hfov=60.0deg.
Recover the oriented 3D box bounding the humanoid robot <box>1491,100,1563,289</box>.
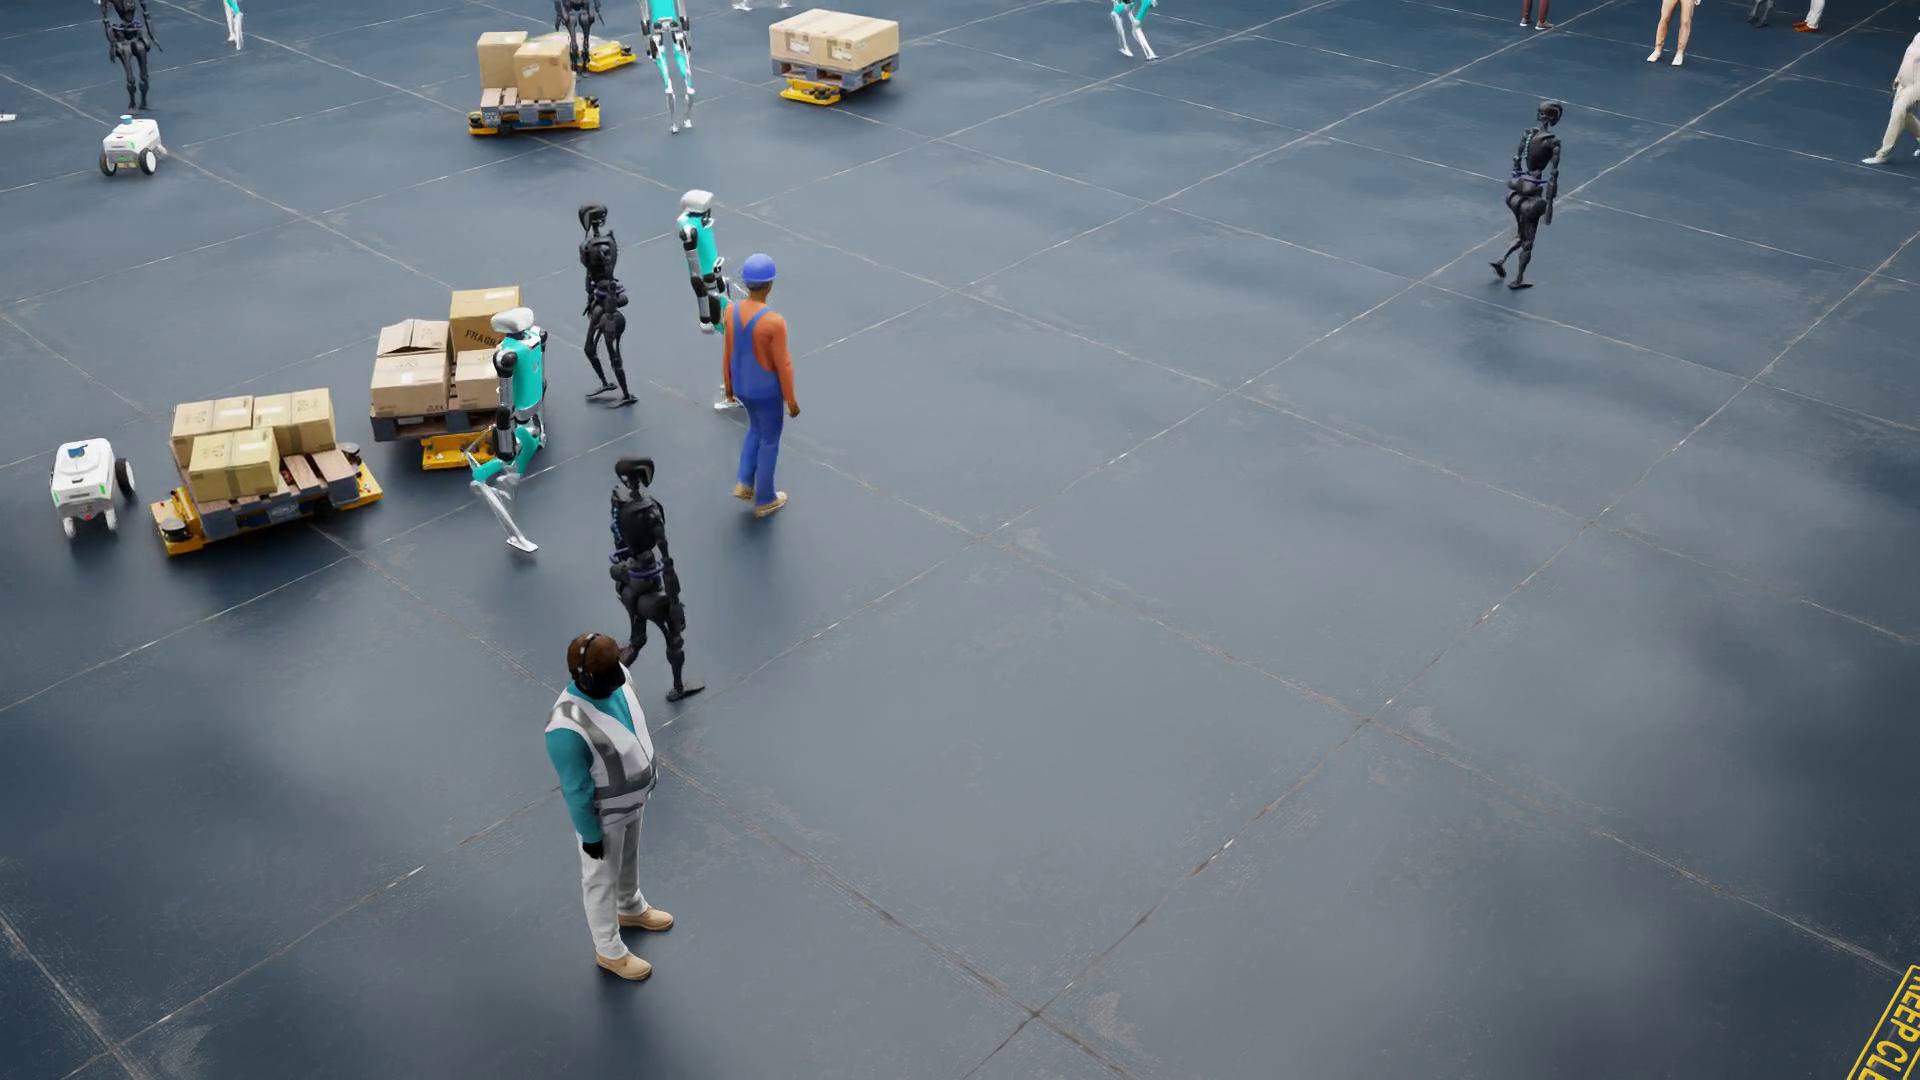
[{"bbox_3d":[5.046,-3.066,14.753,0.417,1.636,0.608,-11,34,-17],"label":"humanoid robot"}]

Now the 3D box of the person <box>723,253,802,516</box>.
[{"bbox_3d":[-1.341,-1.030,11.277,0.568,1.888,0.430,18,36,27],"label":"person"}]

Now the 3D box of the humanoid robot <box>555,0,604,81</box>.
[{"bbox_3d":[-4.635,-6.417,20.157,0.591,1.643,0.365,-15,35,-22],"label":"humanoid robot"}]

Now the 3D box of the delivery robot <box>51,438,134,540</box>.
[{"bbox_3d":[-6.053,-0.404,11.515,0.499,0.576,0.751,-11,34,-18],"label":"delivery robot"}]

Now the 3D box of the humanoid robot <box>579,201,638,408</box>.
[{"bbox_3d":[-2.716,-1.774,12.673,0.348,1.656,0.595,-15,35,-23],"label":"humanoid robot"}]

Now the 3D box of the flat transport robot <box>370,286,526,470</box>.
[{"bbox_3d":[-3.783,-0.962,12.703,0.659,0.231,1.431,-6,32,-10],"label":"flat transport robot"}]

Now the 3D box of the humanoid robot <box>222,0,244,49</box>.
[{"bbox_3d":[-9.511,-7.177,21.384,0.546,1.824,0.834,3,32,5],"label":"humanoid robot"}]

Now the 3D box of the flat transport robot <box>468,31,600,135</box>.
[{"bbox_3d":[-4.839,-4.845,18.956,1.431,0.231,0.659,-5,32,-8],"label":"flat transport robot"}]

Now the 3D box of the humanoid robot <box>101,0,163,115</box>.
[{"bbox_3d":[-9.506,-5.728,19.050,0.359,1.650,0.600,21,38,31],"label":"humanoid robot"}]

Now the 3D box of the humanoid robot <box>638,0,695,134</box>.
[{"bbox_3d":[-3.216,-5.384,18.472,0.550,1.808,0.820,-9,33,-14],"label":"humanoid robot"}]

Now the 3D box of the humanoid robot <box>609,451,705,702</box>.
[{"bbox_3d":[-1.831,0.267,9.423,0.660,1.647,0.610,-26,40,-35],"label":"humanoid robot"}]

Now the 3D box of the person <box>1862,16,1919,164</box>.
[{"bbox_3d":[10.104,-4.796,17.539,0.685,1.675,0.477,3,32,5],"label":"person"}]

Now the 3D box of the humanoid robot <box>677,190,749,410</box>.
[{"bbox_3d":[-1.706,-1.805,12.579,0.742,1.707,0.537,2,32,4],"label":"humanoid robot"}]

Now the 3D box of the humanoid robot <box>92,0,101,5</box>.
[{"bbox_3d":[-12.110,-8.209,22.988,0.530,1.730,0.996,-25,40,-35],"label":"humanoid robot"}]

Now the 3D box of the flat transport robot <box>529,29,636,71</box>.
[{"bbox_3d":[-4.884,-6.242,21.205,1.431,0.231,0.659,20,37,29],"label":"flat transport robot"}]

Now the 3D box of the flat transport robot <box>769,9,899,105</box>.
[{"bbox_3d":[-1.484,-5.562,20.110,0.659,0.231,1.431,18,36,26],"label":"flat transport robot"}]

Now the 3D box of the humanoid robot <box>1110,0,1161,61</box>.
[{"bbox_3d":[2.198,-6.826,20.746,0.543,1.730,0.981,-15,35,-23],"label":"humanoid robot"}]

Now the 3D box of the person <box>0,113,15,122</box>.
[{"bbox_3d":[-11.161,-5.567,18.583,0.521,1.889,0.633,-18,36,-26],"label":"person"}]

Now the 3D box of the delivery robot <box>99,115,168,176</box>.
[{"bbox_3d":[-8.764,-4.197,17.635,0.525,0.587,0.744,-1,32,-2],"label":"delivery robot"}]

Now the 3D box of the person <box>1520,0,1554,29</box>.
[{"bbox_3d":[7.832,-7.773,22.206,0.373,1.811,0.553,-22,38,-32],"label":"person"}]

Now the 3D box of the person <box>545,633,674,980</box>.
[{"bbox_3d":[-1.607,1.207,7.721,0.431,1.845,0.619,7,33,12],"label":"person"}]

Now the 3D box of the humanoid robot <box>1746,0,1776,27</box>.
[{"bbox_3d":[10.925,-7.726,22.252,0.320,1.647,0.615,-24,39,-33],"label":"humanoid robot"}]

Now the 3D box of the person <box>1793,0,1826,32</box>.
[{"bbox_3d":[11.454,-7.673,22.045,0.365,1.829,0.509,9,33,15],"label":"person"}]

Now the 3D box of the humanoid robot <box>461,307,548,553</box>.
[{"bbox_3d":[-3.026,-0.652,10.898,0.762,1.875,0.552,8,33,13],"label":"humanoid robot"}]

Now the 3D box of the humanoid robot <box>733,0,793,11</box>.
[{"bbox_3d":[-2.650,-8.024,22.718,1.043,1.752,0.543,7,33,11],"label":"humanoid robot"}]

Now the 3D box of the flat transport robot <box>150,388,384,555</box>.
[{"bbox_3d":[-4.857,-0.307,11.648,1.431,0.231,0.659,-18,36,-27],"label":"flat transport robot"}]

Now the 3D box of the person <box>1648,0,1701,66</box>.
[{"bbox_3d":[8.996,-6.871,20.707,0.516,1.866,0.379,19,37,28],"label":"person"}]
